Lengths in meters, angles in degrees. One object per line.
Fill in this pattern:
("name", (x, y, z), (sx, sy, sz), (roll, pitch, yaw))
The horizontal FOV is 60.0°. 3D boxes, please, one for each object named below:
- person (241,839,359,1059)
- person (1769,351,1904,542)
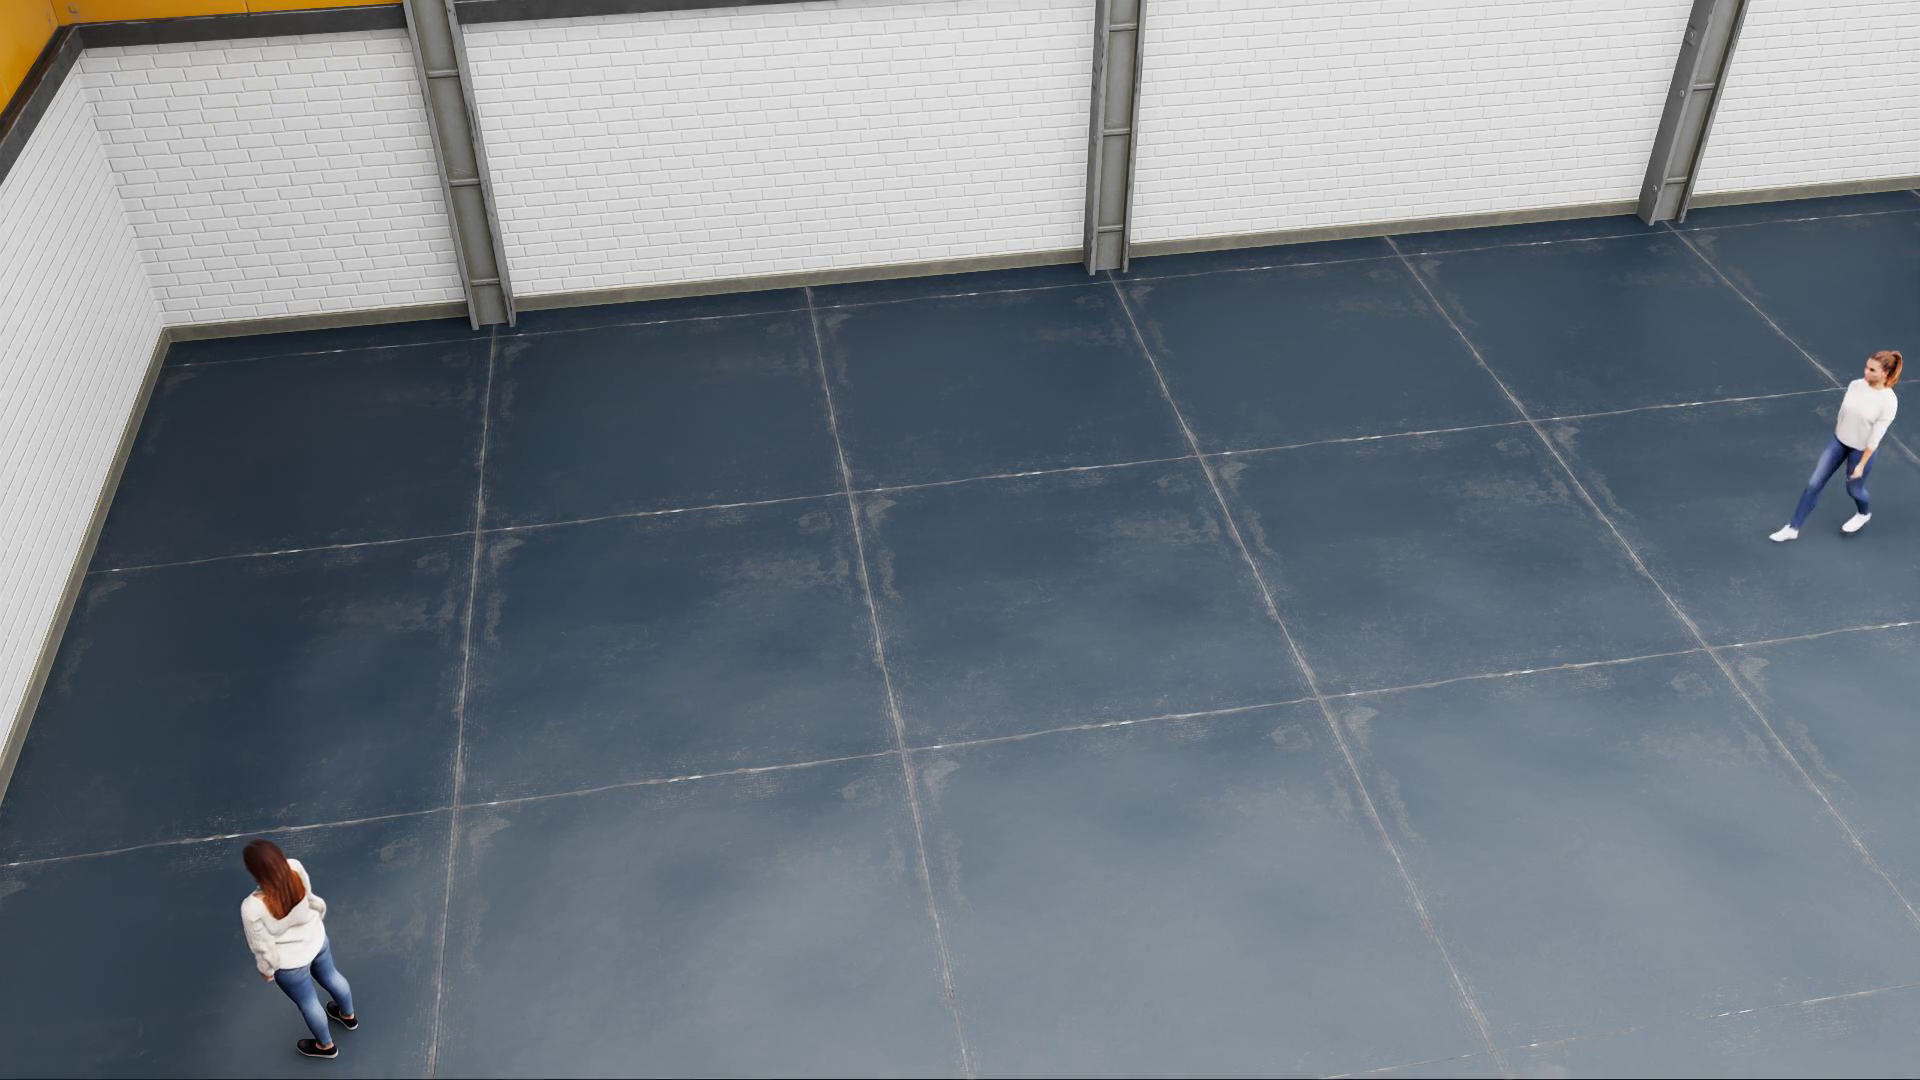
("person", (-3.634, 2.225, 9.111), (0.723, 1.691, 0.703), (15, 41, 18))
("person", (6.919, -0.691, 12.766), (1.167, 1.687, 0.789), (-14, 41, -17))
